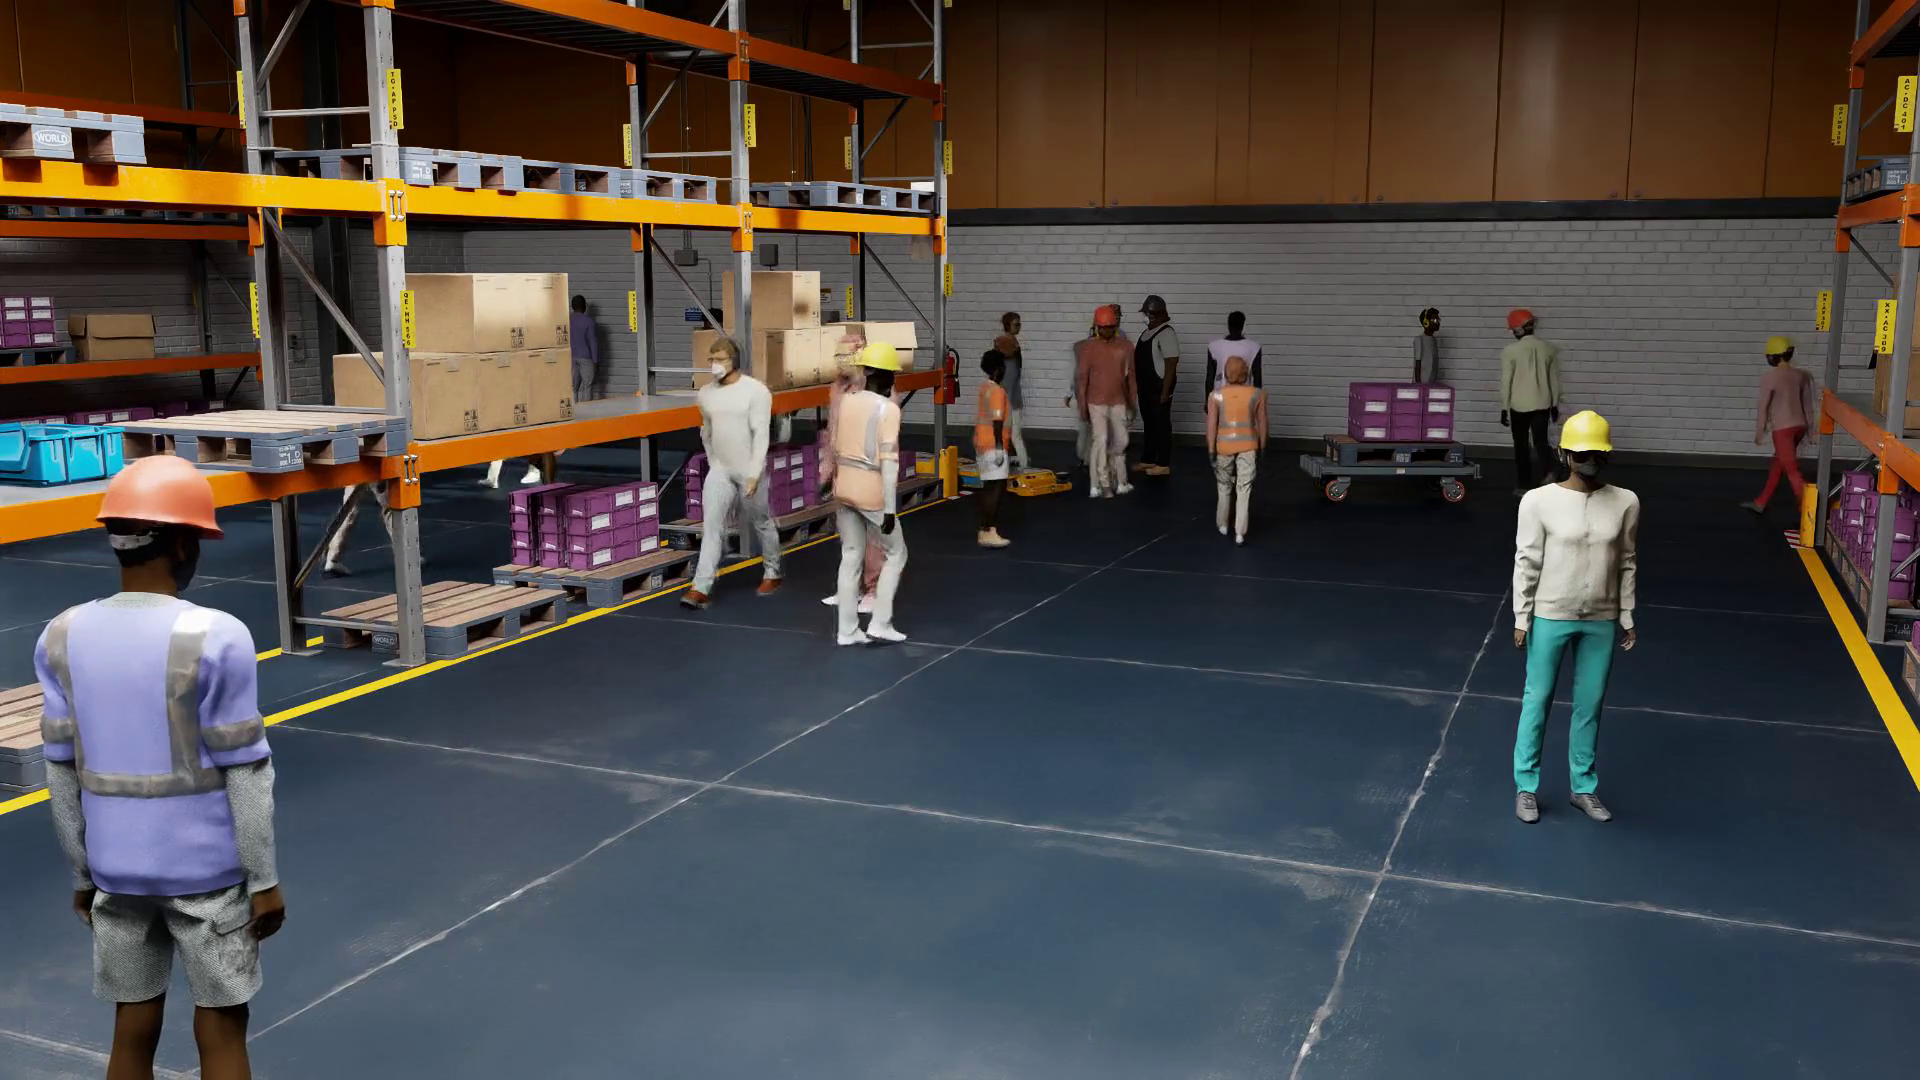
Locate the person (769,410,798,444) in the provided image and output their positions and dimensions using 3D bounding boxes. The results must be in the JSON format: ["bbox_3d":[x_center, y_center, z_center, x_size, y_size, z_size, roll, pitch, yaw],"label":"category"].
[{"bbox_3d":[-2.032,-1.570,18.248,0.627,1.888,0.476,9,13,42],"label":"person"}]

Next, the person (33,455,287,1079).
[{"bbox_3d":[-1.867,0.762,3.974,0.545,1.927,0.387,2,10,11],"label":"person"}]

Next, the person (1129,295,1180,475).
[{"bbox_3d":[2.179,-1.759,18.901,0.536,2.000,0.681,-3,10,-17],"label":"person"}]

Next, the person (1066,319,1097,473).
[{"bbox_3d":[1.557,-1.677,19.131,0.616,1.799,0.582,5,11,27],"label":"person"}]

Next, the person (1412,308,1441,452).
[{"bbox_3d":[5.506,-1.790,19.603,0.328,1.873,0.515,7,12,36],"label":"person"}]

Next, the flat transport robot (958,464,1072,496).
[{"bbox_3d":[0.417,-0.648,17.520,1.431,0.197,0.652,8,12,40],"label":"flat transport robot"}]

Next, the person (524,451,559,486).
[{"bbox_3d":[-4.115,-1.281,16.343,0.564,1.927,0.423,4,10,22],"label":"person"}]

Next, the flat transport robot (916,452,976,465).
[{"bbox_3d":[-0.471,-0.839,18.675,0.652,0.197,1.431,-7,12,-36],"label":"flat transport robot"}]

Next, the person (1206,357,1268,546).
[{"bbox_3d":[2.369,-0.765,14.245,0.515,1.591,0.876,2,10,10],"label":"person"}]

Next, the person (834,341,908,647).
[{"bbox_3d":[-0.543,-0.274,10.324,0.620,1.903,0.556,9,13,43],"label":"person"}]

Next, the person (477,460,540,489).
[{"bbox_3d":[-4.817,-1.459,17.809,0.527,1.808,1.024,3,10,18],"label":"person"}]

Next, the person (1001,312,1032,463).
[{"bbox_3d":[0.546,-1.843,20.079,0.645,1.826,0.528,3,10,19],"label":"person"}]

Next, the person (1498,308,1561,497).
[{"bbox_3d":[5.778,-1.355,16.784,0.651,1.947,0.703,-1,9,-5],"label":"person"}]

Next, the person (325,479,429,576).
[{"bbox_3d":[-4.550,-0.524,12.773,0.530,1.592,0.879,6,11,33],"label":"person"}]

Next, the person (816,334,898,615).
[{"bbox_3d":[-0.706,-0.455,11.429,0.406,1.894,0.694,-8,12,-40],"label":"person"}]

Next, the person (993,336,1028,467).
[{"bbox_3d":[0.497,-1.389,17.974,0.578,1.605,0.614,-1,9,-6],"label":"person"}]

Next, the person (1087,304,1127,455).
[{"bbox_3d":[1.872,-2.005,20.863,0.404,1.895,0.662,-7,12,-38],"label":"person"}]

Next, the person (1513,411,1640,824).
[{"bbox_3d":[2.612,0.333,7.055,0.535,1.767,0.317,0,9,-3],"label":"person"}]

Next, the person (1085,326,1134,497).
[{"bbox_3d":[1.557,-1.372,17.183,0.607,1.829,0.808,5,11,29],"label":"person"}]

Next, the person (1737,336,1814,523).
[{"bbox_3d":[7.667,-1.026,15.433,0.532,1.713,0.860,-4,10,-23],"label":"person"}]

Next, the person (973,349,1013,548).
[{"bbox_3d":[0.288,-0.776,14.078,0.326,1.674,0.611,-2,10,-13],"label":"person"}]

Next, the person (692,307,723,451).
[{"bbox_3d":[-2.368,-1.293,16.297,0.611,1.964,0.364,4,10,24],"label":"person"}]

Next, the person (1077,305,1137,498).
[{"bbox_3d":[1.499,-1.415,17.024,0.631,1.970,0.527,-1,9,-8],"label":"person"}]

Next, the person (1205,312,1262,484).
[{"bbox_3d":[3.027,-1.583,18.387,0.603,1.855,1.037,2,10,10],"label":"person"}]

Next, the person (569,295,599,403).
[{"bbox_3d":[-5.642,-2.677,24.775,0.630,1.940,0.372,4,10,24],"label":"person"}]

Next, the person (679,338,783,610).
[{"bbox_3d":[-1.578,-0.468,11.622,0.631,1.878,1.073,4,10,24],"label":"person"}]
